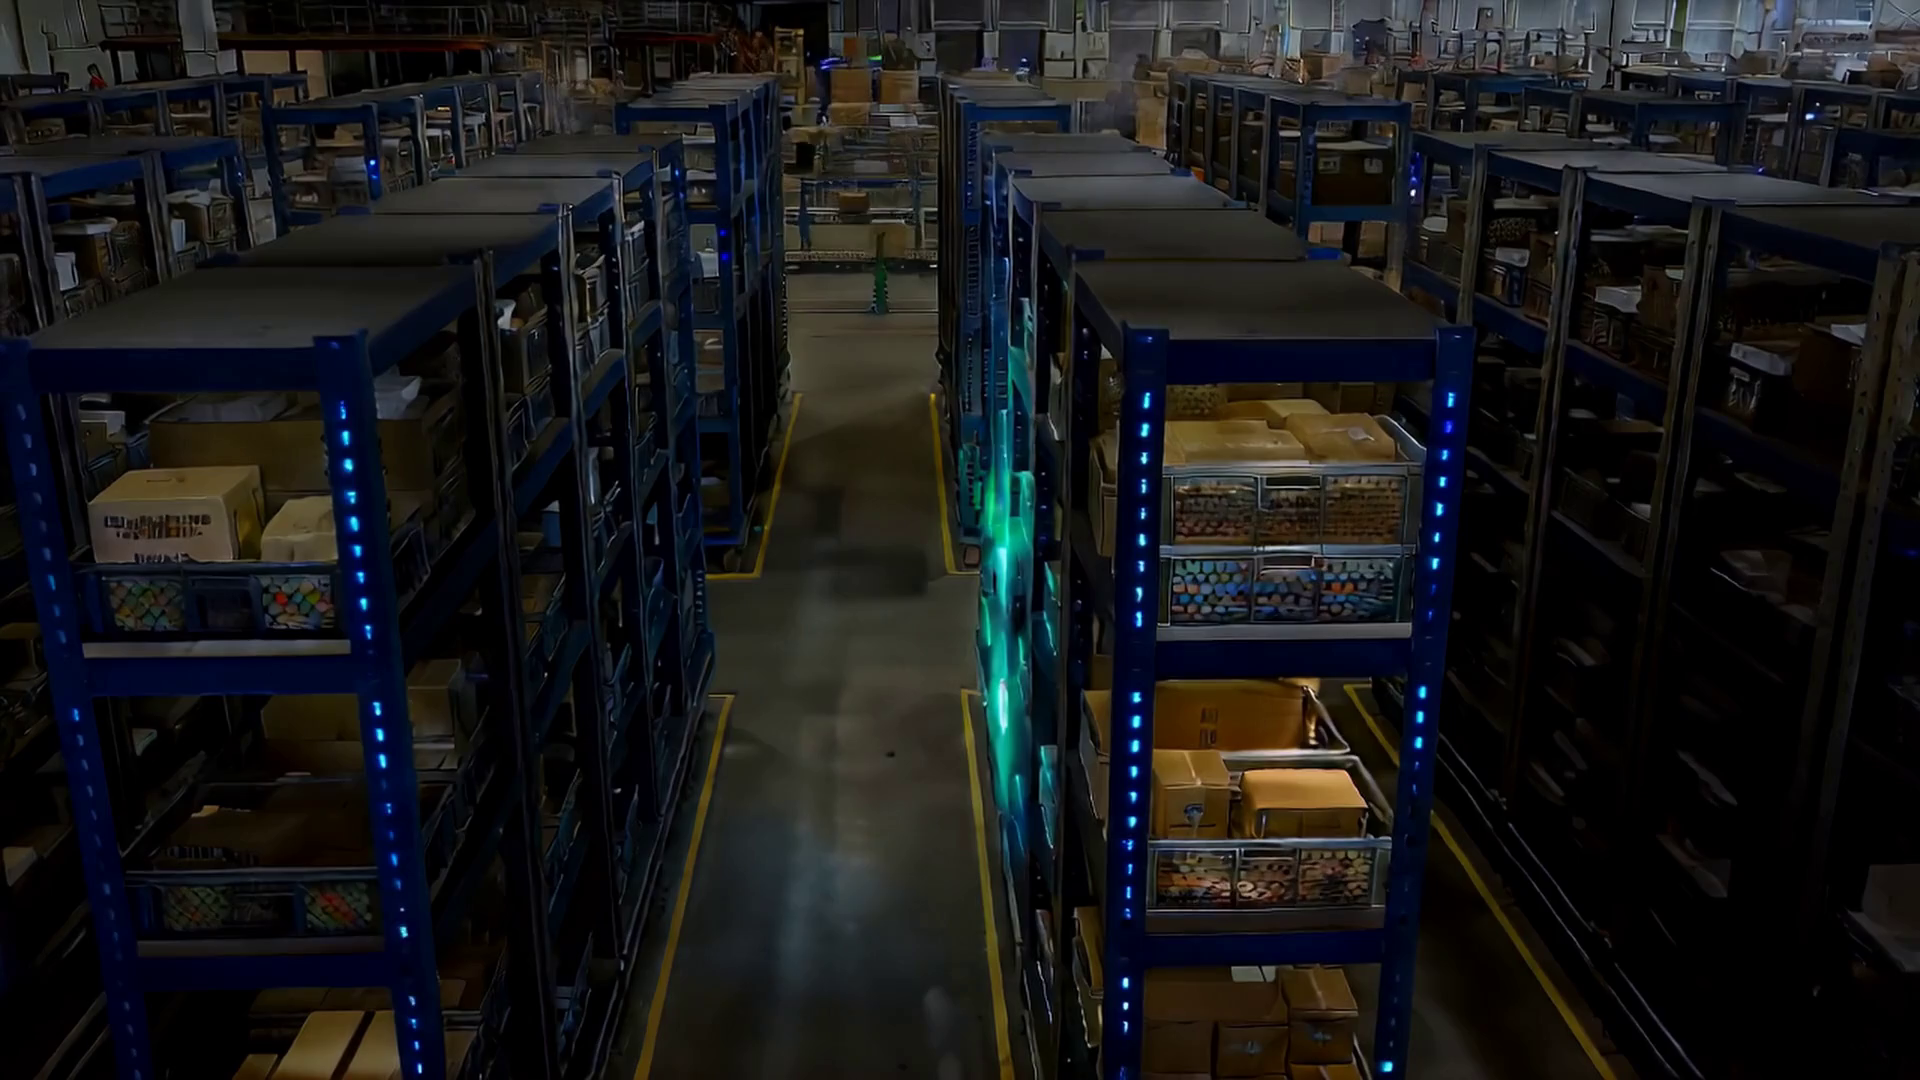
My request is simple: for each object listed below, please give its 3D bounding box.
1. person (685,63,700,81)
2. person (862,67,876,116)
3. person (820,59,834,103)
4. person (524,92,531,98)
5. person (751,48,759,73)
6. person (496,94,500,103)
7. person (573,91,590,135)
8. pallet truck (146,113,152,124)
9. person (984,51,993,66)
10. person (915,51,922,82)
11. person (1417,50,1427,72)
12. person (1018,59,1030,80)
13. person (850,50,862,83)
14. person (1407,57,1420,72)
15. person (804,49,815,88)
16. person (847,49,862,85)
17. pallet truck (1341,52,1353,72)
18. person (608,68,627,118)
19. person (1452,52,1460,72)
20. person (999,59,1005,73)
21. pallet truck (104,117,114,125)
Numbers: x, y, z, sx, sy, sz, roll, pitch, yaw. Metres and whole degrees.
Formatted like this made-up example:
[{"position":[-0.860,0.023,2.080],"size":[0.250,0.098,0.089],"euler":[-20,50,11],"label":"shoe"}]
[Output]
[{"position":[-10.436,-17.553,64.925],"size":[0.688,2.000,0.536],"euler":[-11,21,-31],"label":"person"},{"position":[-3.470,-17.293,64.323],"size":[0.717,1.919,0.548],"euler":[11,21,31],"label":"person"},{"position":[-5.926,-20.404,73.958],"size":[0.655,1.903,0.898],"euler":[-7,19,-20],"label":"person"},{"position":[-12.684,-12.086,48.349],"size":[0.594,1.840,0.387],"euler":[4,18,13],"label":"person"},{"position":[-11.134,-25.852,90.755],"size":[0.389,1.948,0.609],"euler":[8,19,23],"label":"person"},{"position":[-15.354,-14.209,54.890],"size":[0.885,1.855,0.580],"euler":[1,18,3],"label":"person"},{"position":[-12.766,-14.568,56.181],"size":[0.872,1.726,0.532],"euler":[-5,19,-16],"label":"person"},{"position":[-18.087,-8.309,36.390],"size":[1.885,1.965,0.823],"euler":[-1,18,-4],"label":"pallet truck"},{"position":[1.616,-26.921,94.487],"size":[0.534,1.685,0.367],"euler":[2,18,7],"label":"person"},{"position":[-2.353,-26.173,92.052],"size":[0.535,1.747,0.645],"euler":[-16,24,-41],"label":"person"},{"position":[23.775,-24.191,85.549],"size":[0.609,1.988,0.392],"euler":[-8,20,-24],"label":"person"},{"position":[2.628,-18.977,69.327],"size":[0.616,2.041,0.379],"euler":[-13,22,-35],"label":"person"},{"position":[-5.770,-26.321,92.464],"size":[0.643,1.787,0.975],"euler":[13,22,35],"label":"person"},{"position":[21.512,-21.954,78.890],"size":[0.660,1.821,0.447],"euler":[-6,19,-17],"label":"person"},{"position":[-7.858,-24.629,86.896],"size":[0.611,1.995,0.380],"euler":[4,18,12],"label":"person"},{"position":[-5.782,-25.796,90.715],"size":[0.907,1.867,0.654],"euler":[2,18,7],"label":"person"},{"position":[18.794,-23.123,82.231],"size":[0.823,1.965,1.885],"euler":[-13,22,-35],"label":"pallet truck"},{"position":[-13.221,-17.320,64.442],"size":[0.886,1.900,0.594],"euler":[-5,19,-15],"label":"person"},{"position":[25.765,-24.459,86.560],"size":[0.428,1.871,0.600],"euler":[-2,18,-6],"label":"person"},{"position":[1.968,-21.128,76.328],"size":[0.941,1.836,0.529],"euler":[-6,19,-17],"label":"person"},{"position":[-18.367,-7.885,35.078],"size":[1.885,1.965,0.823],"euler":[1,18,2],"label":"pallet truck"}]
